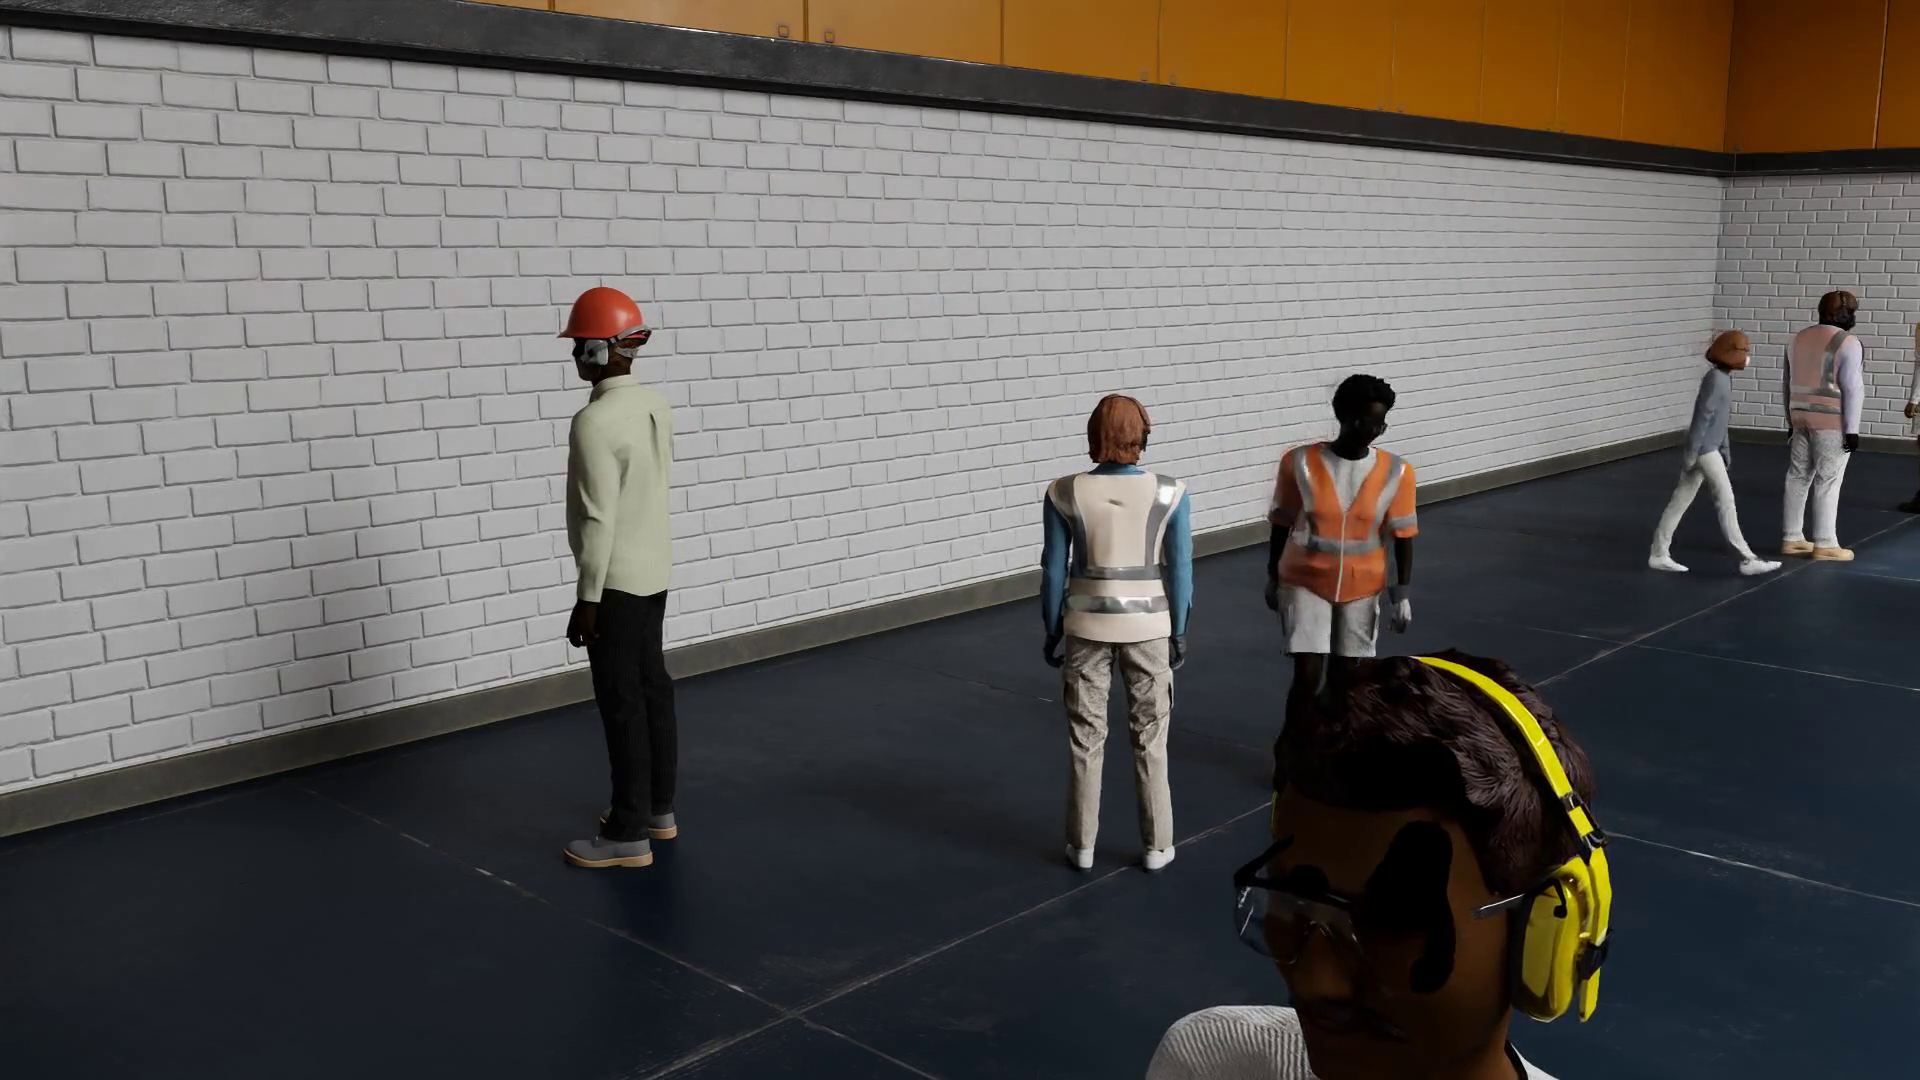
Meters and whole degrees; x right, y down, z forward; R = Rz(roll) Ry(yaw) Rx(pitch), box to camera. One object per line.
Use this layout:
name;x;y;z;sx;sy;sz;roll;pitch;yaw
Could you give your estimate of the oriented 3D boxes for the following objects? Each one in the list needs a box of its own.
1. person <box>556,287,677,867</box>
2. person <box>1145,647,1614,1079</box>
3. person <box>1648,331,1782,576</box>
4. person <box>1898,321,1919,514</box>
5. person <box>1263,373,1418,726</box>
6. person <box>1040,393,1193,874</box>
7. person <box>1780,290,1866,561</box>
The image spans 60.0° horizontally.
person;-1.184;0.132;5.763;0.382;1.994;0.613;2;10;11
person;0.306;0.990;1.230;0.531;1.870;0.317;8;13;38
person;4.946;-0.553;10.791;0.877;1.580;0.519;5;11;24
person;7.824;-1.167;13.320;0.552;1.935;0.374;-2;10;-10
person;1.452;0.184;6.378;0.550;1.658;0.491;0;10;3
person;0.528;0.330;5.649;0.515;1.639;0.314;1;10;8
person;5.941;-0.785;11.425;0.429;1.839;0.633;-3;10;-15
